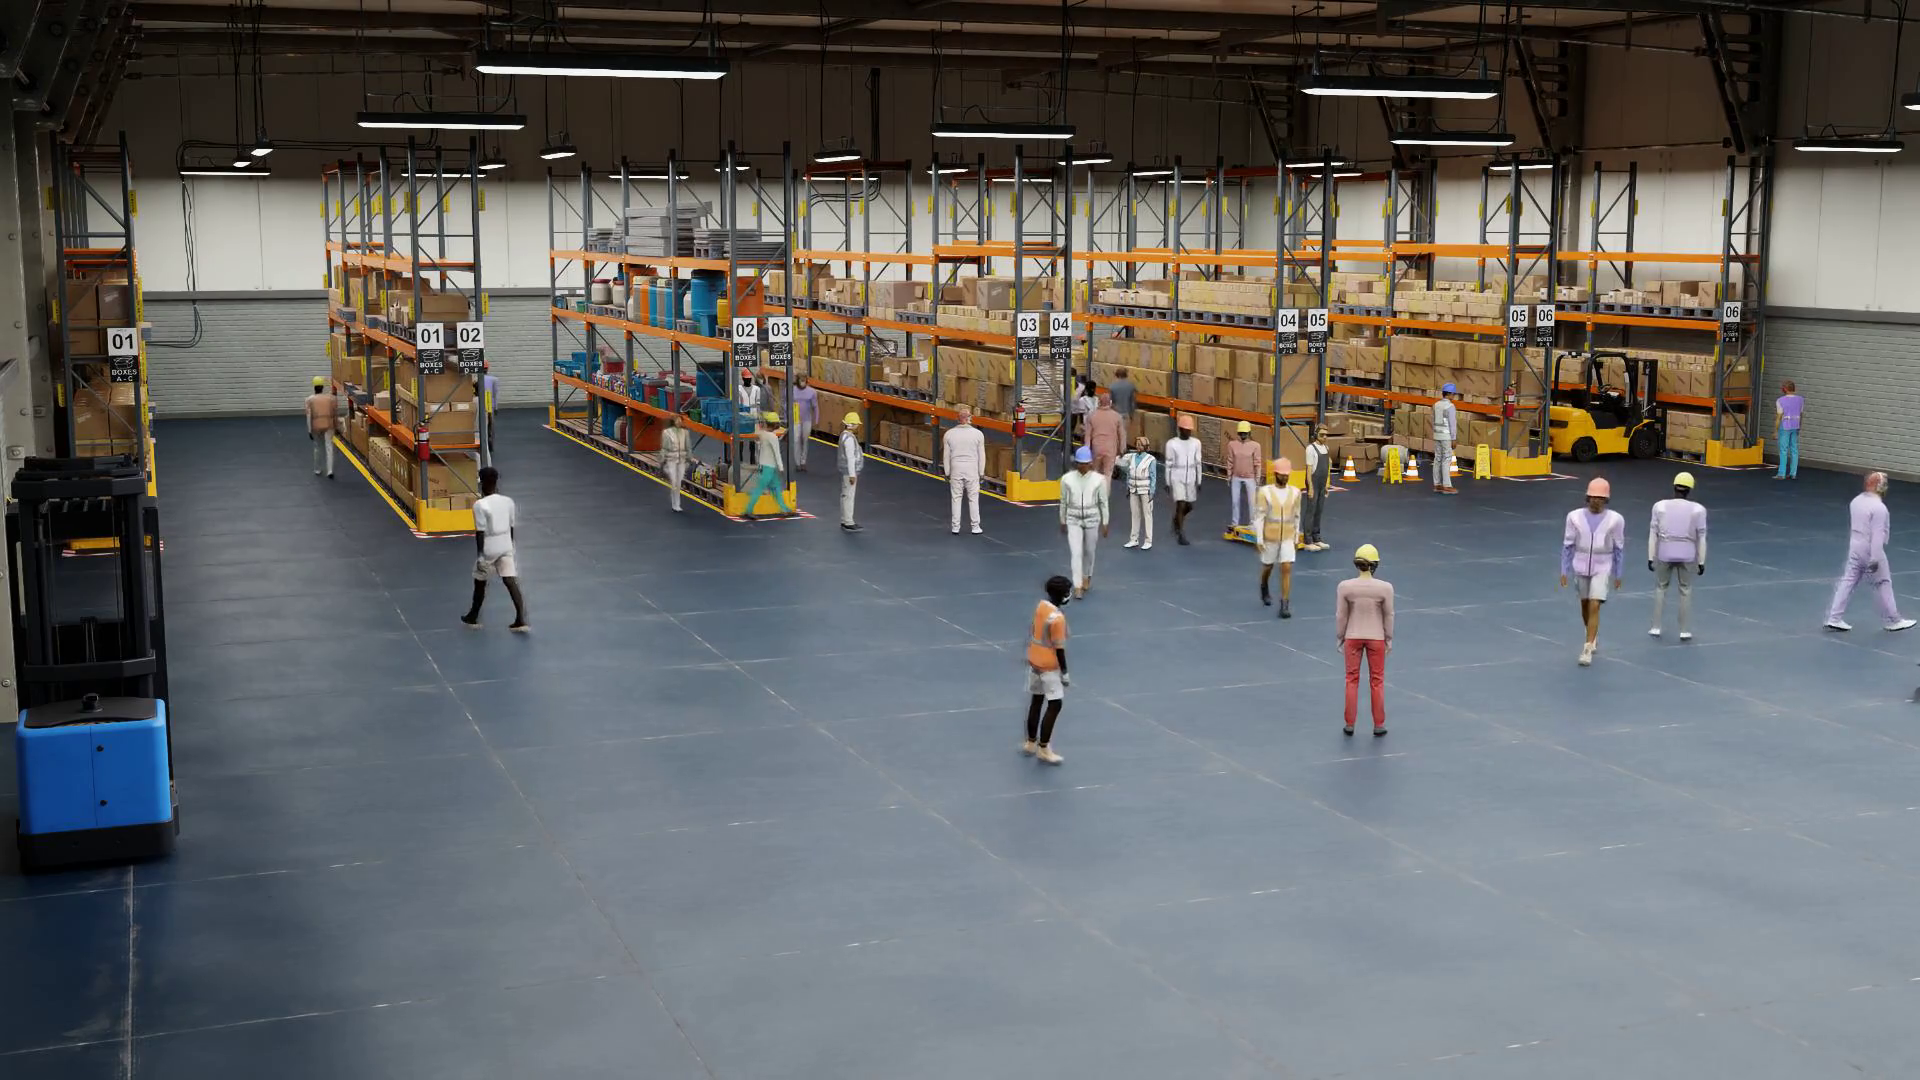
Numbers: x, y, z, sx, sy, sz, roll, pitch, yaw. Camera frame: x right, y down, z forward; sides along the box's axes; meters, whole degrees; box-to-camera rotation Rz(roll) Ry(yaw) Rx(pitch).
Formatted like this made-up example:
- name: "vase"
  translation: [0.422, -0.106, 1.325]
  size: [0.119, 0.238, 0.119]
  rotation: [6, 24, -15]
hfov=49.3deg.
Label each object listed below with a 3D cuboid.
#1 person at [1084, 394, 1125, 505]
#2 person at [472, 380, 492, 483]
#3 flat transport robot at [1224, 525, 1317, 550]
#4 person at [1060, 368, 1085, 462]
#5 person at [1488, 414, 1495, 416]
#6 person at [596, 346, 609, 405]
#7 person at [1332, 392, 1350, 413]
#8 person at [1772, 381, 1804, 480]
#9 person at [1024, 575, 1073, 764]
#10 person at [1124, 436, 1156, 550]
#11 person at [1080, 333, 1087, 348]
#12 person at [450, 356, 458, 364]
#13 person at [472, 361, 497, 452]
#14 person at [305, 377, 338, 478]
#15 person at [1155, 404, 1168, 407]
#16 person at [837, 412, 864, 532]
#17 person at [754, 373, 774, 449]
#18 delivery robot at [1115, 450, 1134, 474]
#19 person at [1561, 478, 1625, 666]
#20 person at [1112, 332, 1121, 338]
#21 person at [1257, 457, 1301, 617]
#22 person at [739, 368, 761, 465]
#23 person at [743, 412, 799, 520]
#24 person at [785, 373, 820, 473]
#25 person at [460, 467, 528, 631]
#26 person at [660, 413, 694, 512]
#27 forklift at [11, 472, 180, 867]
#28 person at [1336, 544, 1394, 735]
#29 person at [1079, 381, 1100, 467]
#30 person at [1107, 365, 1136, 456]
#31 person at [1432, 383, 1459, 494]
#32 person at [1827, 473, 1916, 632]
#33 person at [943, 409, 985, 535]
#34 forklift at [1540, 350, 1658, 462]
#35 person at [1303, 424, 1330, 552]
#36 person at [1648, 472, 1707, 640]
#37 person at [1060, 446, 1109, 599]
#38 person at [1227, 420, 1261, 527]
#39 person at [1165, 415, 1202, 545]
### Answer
- name: "person"
  translation: [2.450, -1.539, 35.348]
  size: [0.673, 1.856, 0.991]
  rotation: [1, 9, 9]
- name: "person"
  translation: [-8.803, -1.985, 38.328]
  size: [0.314, 1.864, 0.536]
  rotation: [7, 11, 40]
- name: "flat transport robot"
  translation: [4.573, -0.053, 30.878]
  size: [0.652, 0.197, 1.431]
  rotation: [-4, 10, -27]
- name: "person"
  translation: [2.199, -2.532, 41.995]
  size: [0.600, 1.876, 1.016]
  rotation: [-2, 9, -16]
- name: "person"
  translation: [11.401, -3.077, 45.699]
  size: [0.582, 1.831, 0.976]
  rotation: [-5, 10, -31]
- name: "person"
  translation: [-8.406, -3.679, 49.663]
  size: [1.015, 1.855, 0.644]
  rotation: [8, 11, 42]
- name: "person"
  translation: [9.006, -3.607, 49.216]
  size: [0.620, 1.845, 0.430]
  rotation: [-4, 10, -26]
- name: "person"
  translation: [15.287, -2.020, 38.647]
  size: [0.563, 1.837, 0.389]
  rotation: [-2, 9, -16]
- name: "person"
  translation: [0.760, 1.104, 18.416]
  size: [0.321, 1.663, 0.671]
  rotation: [-3, 9, -19]
- name: "person"
  translation: [2.630, -0.691, 30.433]
  size: [0.514, 1.644, 0.308]
  rotation: [8, 12, 42]
- name: "person"
  translation: [3.174, -4.429, 54.519]
  size: [0.939, 1.903, 0.556]
  rotation: [-3, 9, -19]
- name: "person"
  translation: [-12.279, -3.876, 50.640]
  size: [0.994, 1.943, 0.660]
  rotation: [1, 9, 9]
- name: "person"
  translation: [-9.877, -2.793, 43.489]
  size: [0.544, 1.941, 0.376]
  rotation: [-6, 10, -35]
- name: "person"
  translation: [-11.928, -2.115, 39.182]
  size: [0.597, 1.878, 1.018]
  rotation: [-4, 9, -23]
- name: "person"
  translation: [4.697, -3.462, 48.226]
  size: [0.601, 1.846, 0.558]
  rotation: [-8, 11, -42]
- name: "person"
  translation: [-1.683, -1.055, 32.246]
  size: [0.404, 1.828, 0.592]
  rotation: [-2, 9, -11]
- name: "person"
  translation: [-4.189, -2.729, 44.221]
  size: [0.518, 1.584, 0.872]
  rotation: [-2, 9, -13]
- name: "delivery robot"
  translation: [3.179, -1.432, 38.819]
  size: [0.477, 0.478, 0.707]
  rotation: [-8, 12, -44]
- name: "person"
  translation: [6.864, 0.299, 22.683]
  size: [0.620, 1.994, 1.053]
  rotation: [4, 9, 25]
- name: "person"
  translation: [3.906, -4.187, 52.447]
  size: [0.605, 2.034, 0.387]
  rotation: [-1, 9, -6]
- name: "person"
  translation: [3.853, -0.067, 25.377]
  size: [0.550, 1.913, 0.870]
  rotation: [0, 9, -3]
- name: "person"
  translation: [-4.123, -2.380, 40.719]
  size: [0.553, 1.935, 0.361]
  rotation: [-4, 9, -24]
- name: "person"
  translation: [-3.057, -1.187, 33.532]
  size: [0.958, 1.713, 0.524]
  rotation: [-4, 9, -24]
- name: "person"
  translation: [-2.998, -2.234, 39.907]
  size: [0.652, 1.882, 1.005]
  rotation: [-2, 9, -12]
- name: "person"
  translation: [-5.395, 0.102, 24.266]
  size: [1.025, 1.912, 0.634]
  rotation: [7, 11, 37]
- name: "person"
  translation: [-4.597, -1.260, 34.277]
  size: [0.545, 1.615, 0.595]
  rotation: [-7, 11, -38]
- name: "forklift"
  translation: [-6.630, 0.886, 15.957]
  size: [1.129, 2.768, 1.873]
  rotation: [-3, 9, -21]
- name: "person"
  translation: [3.731, 0.919, 19.308]
  size: [0.524, 1.764, 0.329]
  rotation: [2, 9, 16]
- name: "person"
  translation: [2.527, -2.291, 41.003]
  size: [0.546, 1.675, 0.685]
  rotation: [-5, 10, -32]
- name: "person"
  translation: [3.185, -2.507, 41.619]
  size: [0.647, 1.921, 0.443]
  rotation: [-3, 9, -20]
- name: "person"
  translation: [8.534, -1.792, 36.796]
  size: [0.402, 1.938, 0.604]
  rotation: [-3, 9, -21]
- name: "person"
  translation: [10.534, 0.139, 24.194]
  size: [0.994, 1.855, 0.654]
  rotation: [-1, 9, -8]
- name: "person"
  translation: [0.071, -1.036, 31.877]
  size: [0.643, 1.905, 0.400]
  rotation: [1, 9, 8]
- name: "forklift"
  translation: [12.897, -2.725, 42.309]
  size: [2.313, 2.155, 1.214]
  rotation: [-3, 9, -21]
- name: "person"
  translation: [5.173, -0.767, 30.284]
  size: [0.348, 1.842, 0.505]
  rotation: [7, 11, 39]
- name: "person"
  translation: [8.157, 0.176, 23.821]
  size: [0.615, 1.897, 0.422]
  rotation: [3, 9, 19]
- name: "person"
  translation: [1.581, -0.258, 26.682]
  size: [0.619, 1.913, 0.950]
  rotation: [0, 9, 3]
- name: "person"
  translation: [4.309, -0.945, 31.789]
  size: [0.534, 1.755, 0.388]
  rotation: [4, 9, 25]
- name: "person"
  translation: [3.290, -0.917, 31.040]
  size: [0.555, 1.914, 0.701]
  rotation: [-2, 9, -14]
